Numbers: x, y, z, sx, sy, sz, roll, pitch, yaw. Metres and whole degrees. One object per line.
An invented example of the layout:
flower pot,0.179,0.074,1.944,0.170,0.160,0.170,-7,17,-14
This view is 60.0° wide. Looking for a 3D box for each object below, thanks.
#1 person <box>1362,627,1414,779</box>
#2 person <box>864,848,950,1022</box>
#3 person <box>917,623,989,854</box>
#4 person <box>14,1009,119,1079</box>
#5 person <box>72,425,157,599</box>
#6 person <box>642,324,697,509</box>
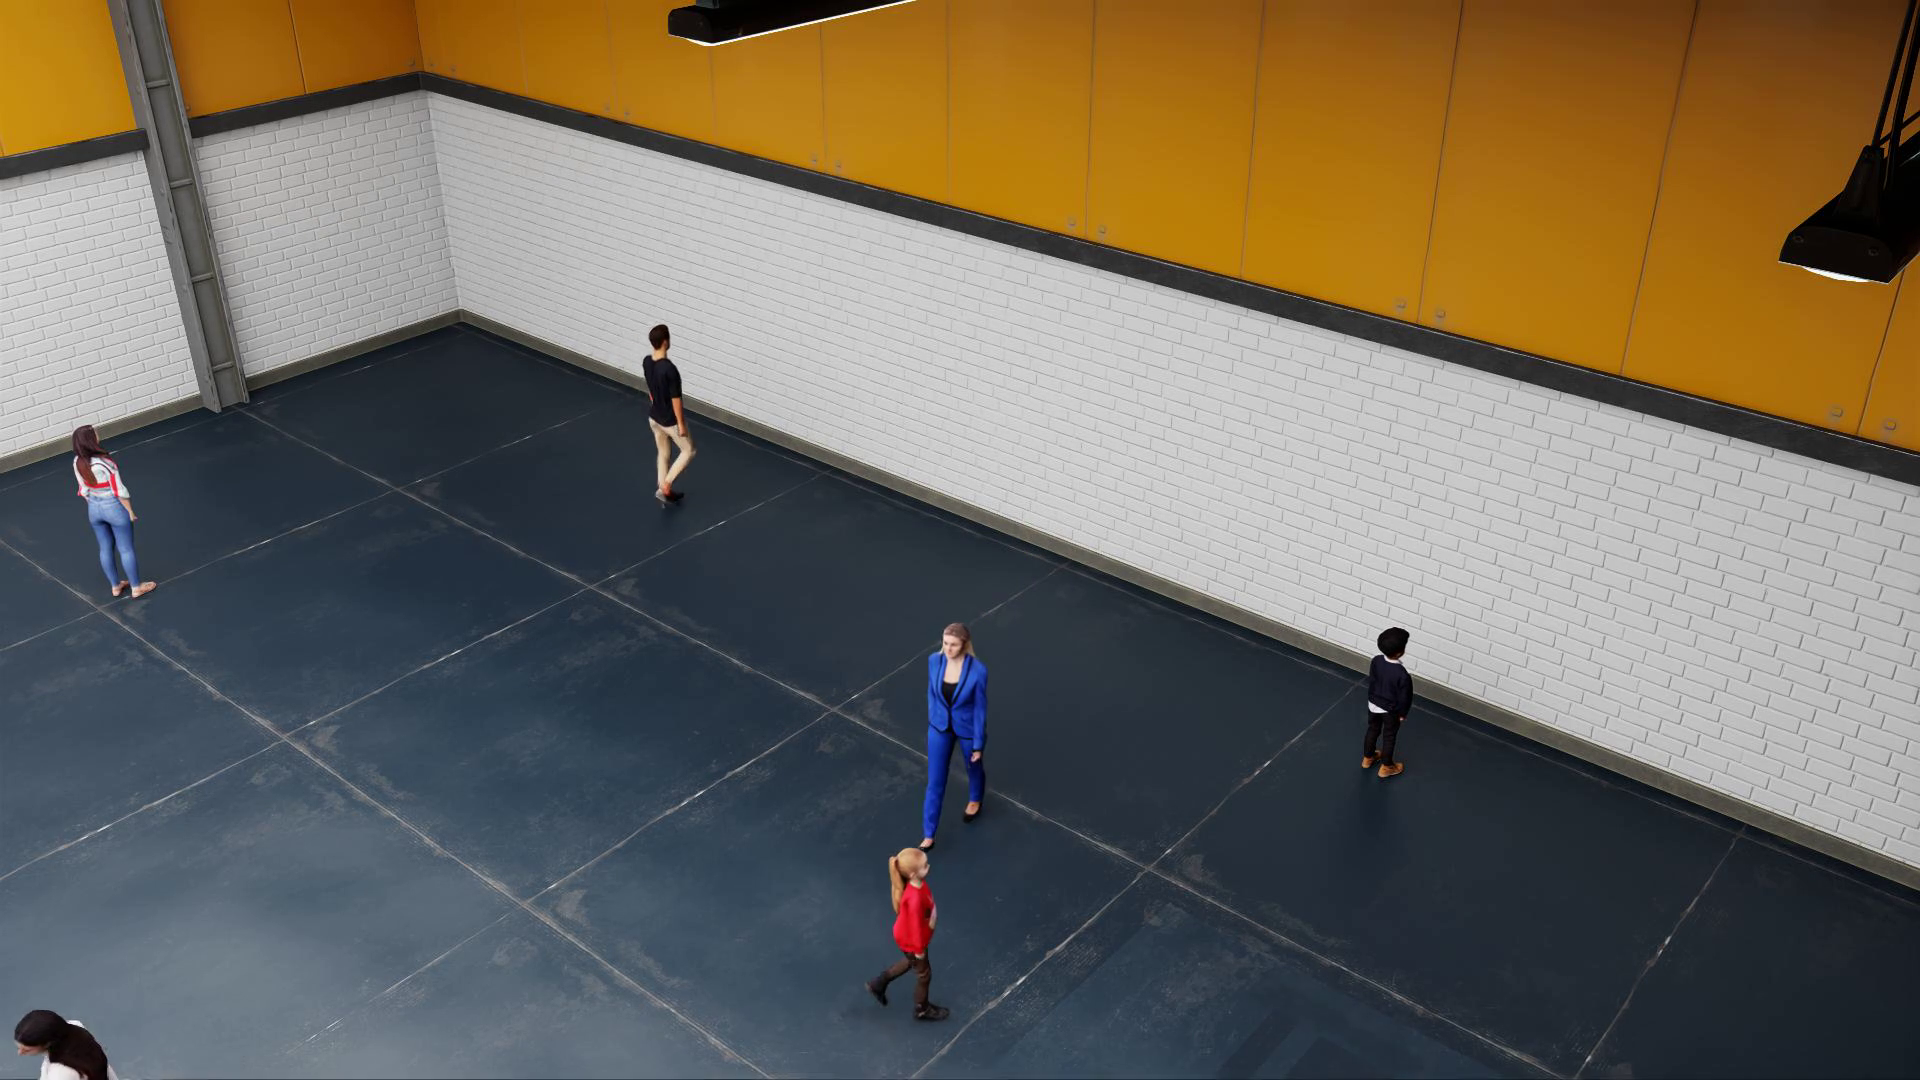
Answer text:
person,3.125,1.174,12.169,0.559,1.227,0.547,-20,34,-32
person,-0.328,2.367,9.935,0.806,1.272,0.745,-3,29,-5
person,0.032,1.284,11.509,0.883,1.666,1.163,9,30,16
person,-4.279,2.939,8.369,0.799,1.768,0.774,-2,29,-3
person,-7.372,-0.254,14.384,0.665,1.614,0.670,5,29,10
person,-2.836,-1.116,15.724,0.662,1.844,0.678,24,36,36
